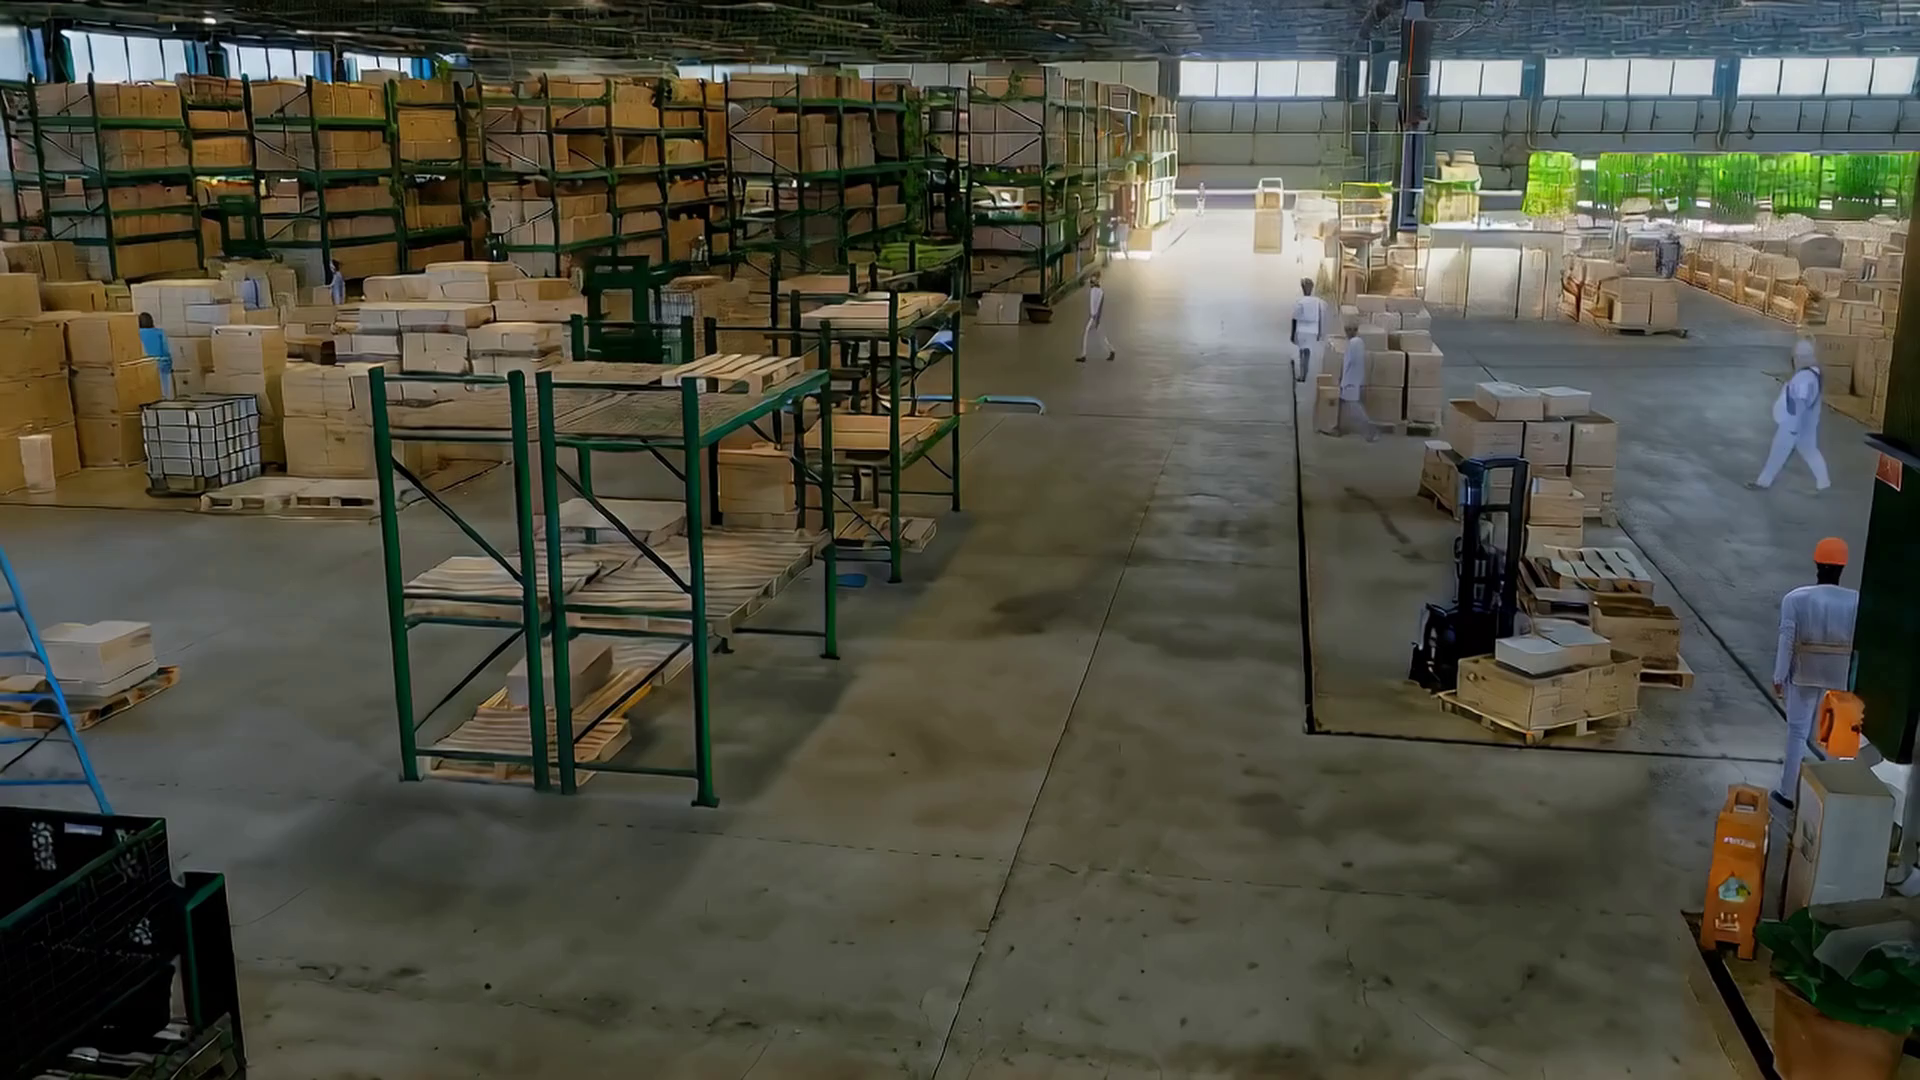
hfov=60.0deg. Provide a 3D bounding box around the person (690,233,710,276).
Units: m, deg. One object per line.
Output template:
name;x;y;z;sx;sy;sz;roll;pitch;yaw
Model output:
person;-6.988;-7.265;44.639;0.543;1.939;0.360;3;14;12

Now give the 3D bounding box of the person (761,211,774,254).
person;-7.294;-11.664;63.149;0.493;1.624;0.280;-1;14;-4

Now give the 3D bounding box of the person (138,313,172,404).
person;-12.659;-2.636;26.052;0.430;1.841;0.624;13;19;43

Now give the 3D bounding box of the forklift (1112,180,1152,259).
forklift;6.082;-11.722;60.796;1.873;2.768;1.129;2;14;9

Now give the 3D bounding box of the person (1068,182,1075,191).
person;5.937;-18.315;89.566;0.604;1.911;0.816;-1;14;-2

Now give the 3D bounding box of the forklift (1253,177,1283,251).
forklift;12.083;-12.747;64.956;1.129;2.768;1.873;3;14;10

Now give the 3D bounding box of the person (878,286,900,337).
person;-1.492;-5.023;35.659;0.939;1.890;0.598;9;17;34

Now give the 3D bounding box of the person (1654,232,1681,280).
person;19.786;-7.690;46.559;0.662;1.859;1.004;4;14;16

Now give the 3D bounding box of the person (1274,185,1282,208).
person;17.338;-18.450;90.503;0.418;1.709;0.631;-6;15;-23

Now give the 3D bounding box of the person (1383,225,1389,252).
person;14.424;-9.884;55.922;0.287;1.626;0.497;-10;17;-36

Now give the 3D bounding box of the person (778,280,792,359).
person;-3.600;-4.489;33.980;0.315;1.640;0.515;5;15;18

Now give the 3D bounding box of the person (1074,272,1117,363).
person;2.795;-4.508;33.687;0.936;1.831;0.512;-8;16;-29

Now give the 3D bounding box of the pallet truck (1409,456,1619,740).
pallet truck;4.504;0.400;13.395;0.823;1.965;1.885;-6;15;-23

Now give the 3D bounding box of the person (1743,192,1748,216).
person;37.699;-15.862;79.760;0.602;1.830;0.404;-6;15;-23

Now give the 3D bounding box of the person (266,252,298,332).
person;-15.271;-5.519;37.553;0.636;1.936;0.355;-3;14;-11

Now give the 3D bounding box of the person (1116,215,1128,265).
person;5.658;-10.446;57.934;0.418;1.743;0.607;9;17;33

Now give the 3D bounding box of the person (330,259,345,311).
person;-14.482;-5.688;38.732;0.317;1.695;0.540;-6;15;-24

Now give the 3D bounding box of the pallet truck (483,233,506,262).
pallet truck;-11.832;-7.026;43.548;1.885;1.965;0.823;8;16;28

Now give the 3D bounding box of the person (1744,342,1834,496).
person;10.794;-1.580;21.346;1.036;2.000;0.697;13;19;42

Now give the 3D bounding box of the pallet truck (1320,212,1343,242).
pallet truck;15.874;-13.227;70.310;0.680;1.201;1.601;10;17;35

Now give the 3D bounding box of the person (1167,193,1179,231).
person;9.951;-15.289;77.610;0.550;1.748;0.536;3;14;10

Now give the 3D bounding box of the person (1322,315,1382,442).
person;5.994;-2.435;25.127;0.956;1.903;0.559;9;17;33

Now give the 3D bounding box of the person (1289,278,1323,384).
person;6.380;-3.875;30.838;0.633;1.951;0.506;-6;15;-22

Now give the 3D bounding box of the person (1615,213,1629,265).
person;23.124;-10.514;58.089;0.403;1.818;0.596;12;18;39

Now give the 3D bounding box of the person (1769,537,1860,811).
person;5.884;0.922;11.424;0.594;1.924;0.383;2;14;7

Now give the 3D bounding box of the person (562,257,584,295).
person;-9.361;-6.025;40.239;0.527;1.630;0.314;0;14;-1

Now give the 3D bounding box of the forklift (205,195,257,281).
forklift;-20.652;-8.462;47.561;1.129;2.768;1.873;3;14;10

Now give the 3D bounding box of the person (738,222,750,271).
person;-7.192;-9.812;55.511;0.336;1.685;0.541;10;17;35

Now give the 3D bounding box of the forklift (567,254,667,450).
forklift;-5.077;-2.849;24.770;1.129;2.768;1.873;3;14;10

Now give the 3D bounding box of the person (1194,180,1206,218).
person;12.995;-18.353;89.569;0.643;1.974;0.674;-5;15;-21
